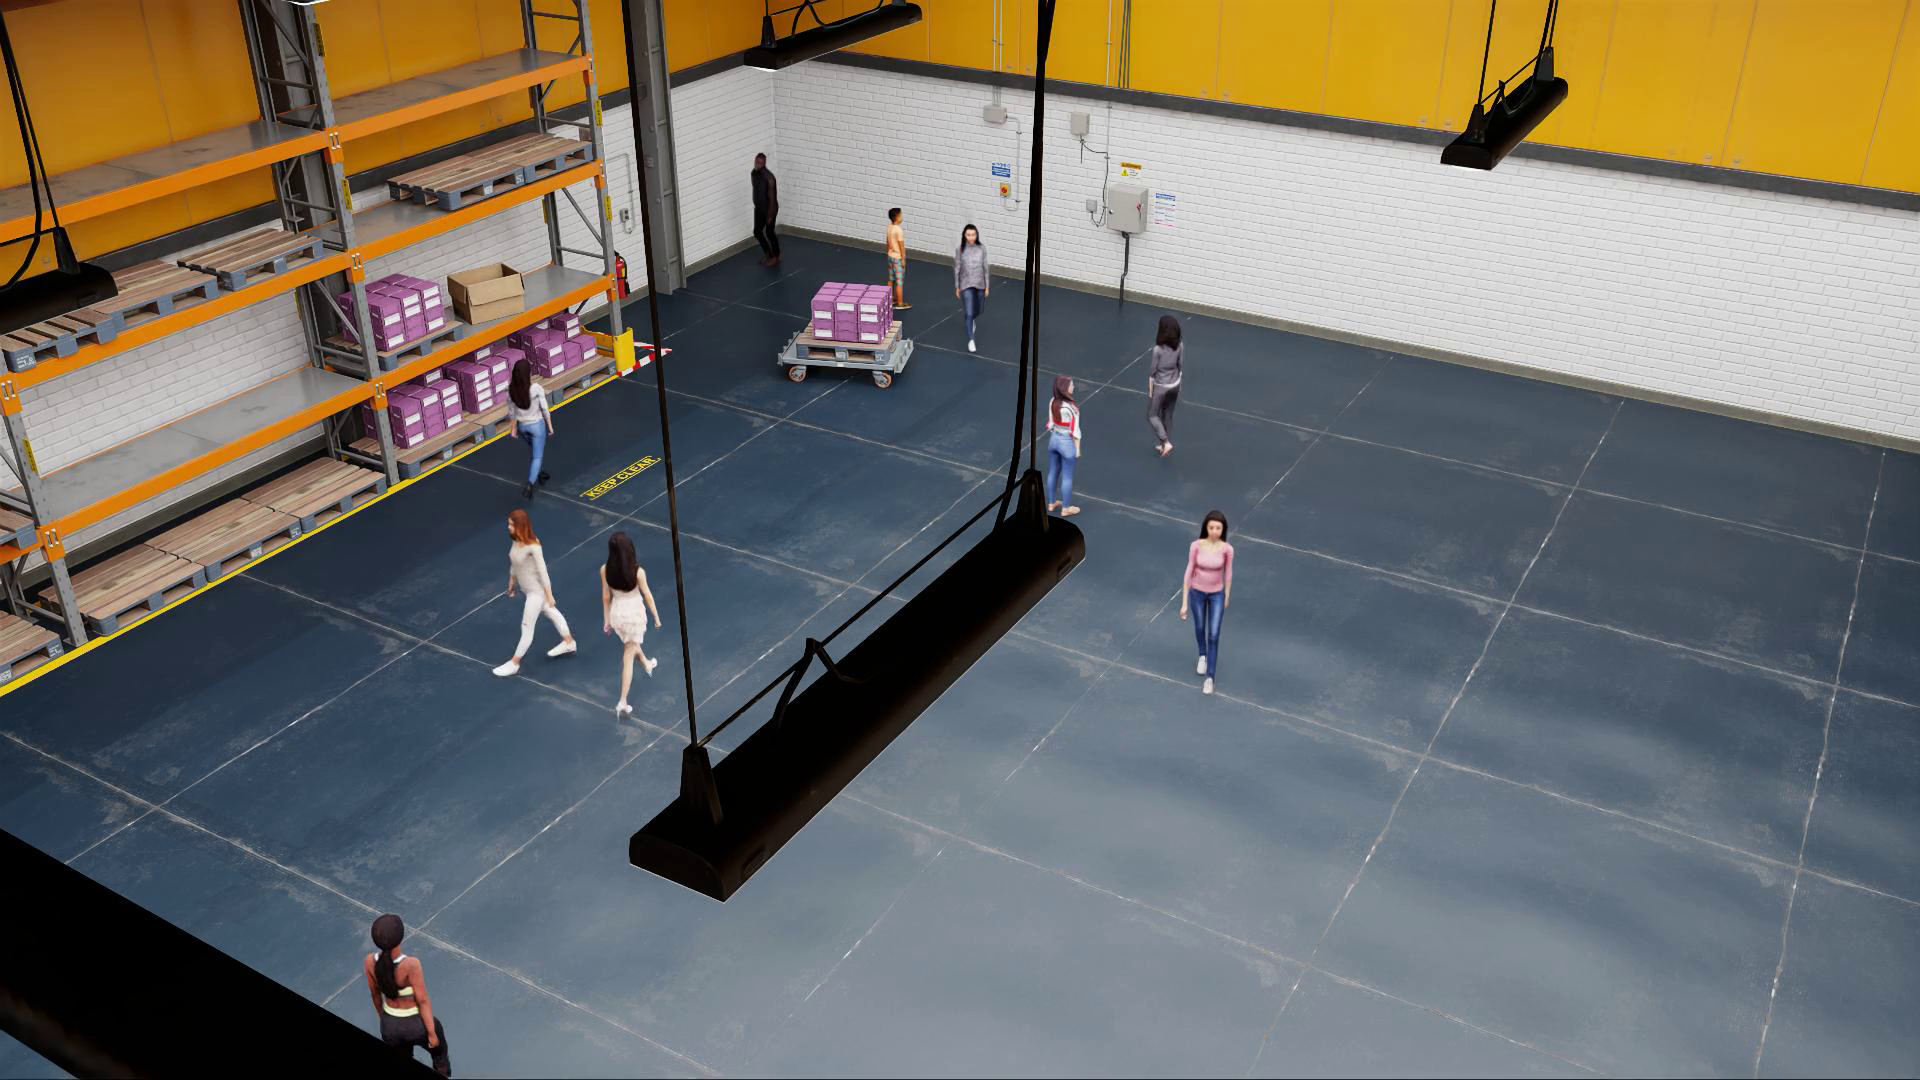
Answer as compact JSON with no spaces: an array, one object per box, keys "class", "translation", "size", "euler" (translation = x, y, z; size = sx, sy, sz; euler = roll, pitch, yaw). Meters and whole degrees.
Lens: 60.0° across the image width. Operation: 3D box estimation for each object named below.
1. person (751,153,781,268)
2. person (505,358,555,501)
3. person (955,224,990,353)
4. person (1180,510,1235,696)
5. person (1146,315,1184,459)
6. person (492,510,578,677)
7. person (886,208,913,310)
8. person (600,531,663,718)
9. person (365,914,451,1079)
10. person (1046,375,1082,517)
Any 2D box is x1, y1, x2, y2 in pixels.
[{"class":"person","translation":[-2.927,-5.020,25.279],"size":[0.783,1.797,0.799],"euler":[-19,34,-30]},{"class":"person","translation":[-4.781,-1.201,18.482],"size":[0.860,1.600,1.134],"euler":[5,29,9]},{"class":"person","translation":[0.162,-3.458,22.504],"size":[0.990,1.711,1.087],"euler":[-4,29,-8]},{"class":"person","translation":[2.270,0.476,15.281],"size":[0.734,1.722,1.010],"euler":[7,29,12]},{"class":"person","translation":[2.424,-1.728,19.296],"size":[0.850,1.746,0.890],"euler":[-11,30,-19]},{"class":"person","translation":[-3.860,0.442,15.416],"size":[1.189,1.652,0.907],"euler":[-20,34,-32]},{"class":"person","translation":[-0.919,-4.052,23.855],"size":[0.595,1.461,0.593],"euler":[-20,34,-32]},{"class":"person","translation":[-2.975,0.792,14.747],"size":[0.843,1.679,1.162],"euler":[7,29,12]},{"class":"person","translation":[-3.496,3.127,10.409],"size":[0.742,1.735,0.866],"euler":[5,29,8]},{"class":"person","translation":[1.121,-1.043,18.180],"size":[0.599,1.612,0.638],"euler":[-25,37,-37]}]
